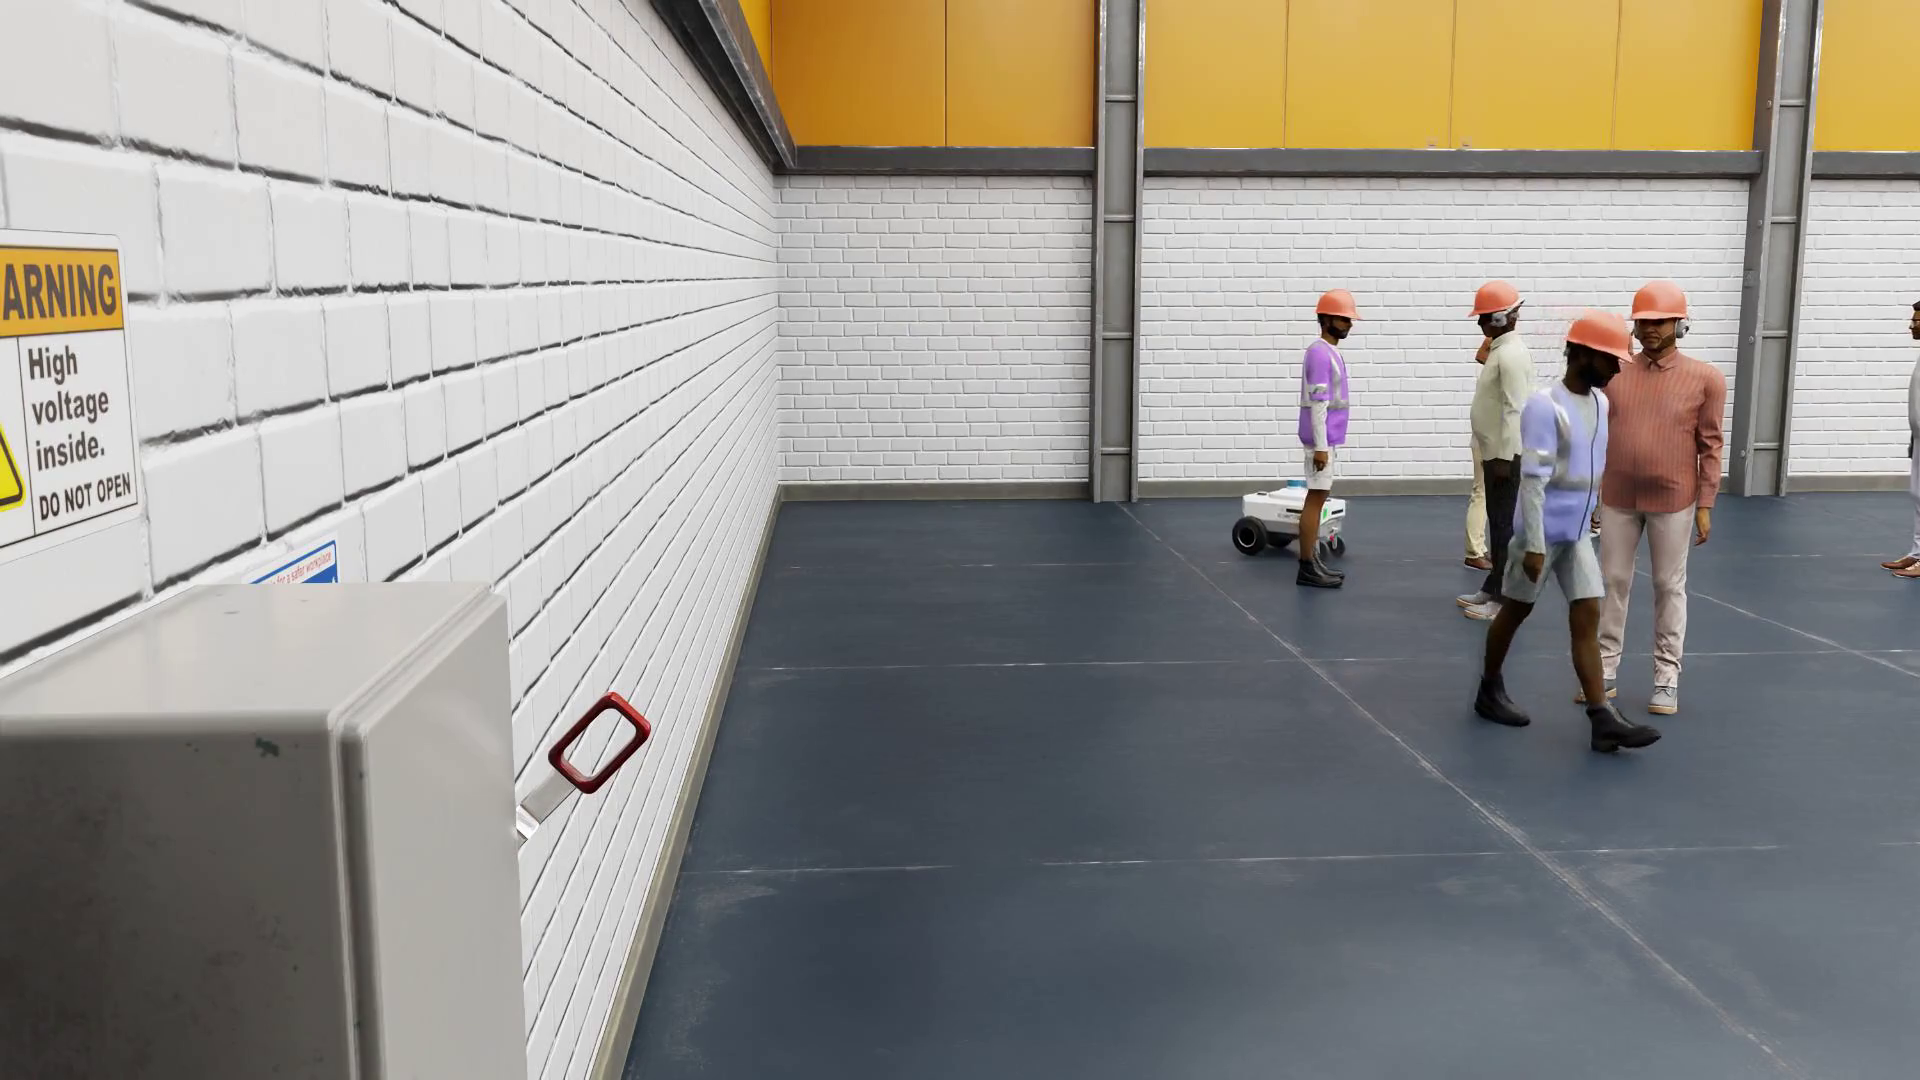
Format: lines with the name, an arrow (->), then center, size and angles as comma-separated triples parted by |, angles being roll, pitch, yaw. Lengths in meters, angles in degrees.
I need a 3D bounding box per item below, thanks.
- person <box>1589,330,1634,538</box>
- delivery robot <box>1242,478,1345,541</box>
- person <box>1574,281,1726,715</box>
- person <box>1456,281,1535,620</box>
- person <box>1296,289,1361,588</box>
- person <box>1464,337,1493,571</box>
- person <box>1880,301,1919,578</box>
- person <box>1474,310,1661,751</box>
person -> 4.947, -0.787, 12.567 | 0.312, 1.636, 0.518 | -1, 9, -5
delivery robot -> 2.408, -0.205, 12.004 | 0.707, 0.478, 0.477 | 7, 12, 39
person -> 3.192, -0.195, 7.726 | 0.608, 1.995, 0.377 | 7, 11, 36
person -> 3.166, -0.521, 9.810 | 0.401, 1.984, 0.612 | 2, 9, 13
person -> 2.398, -0.661, 10.841 | 0.373, 1.933, 0.549 | 3, 10, 19
person -> 3.658, -0.611, 11.469 | 0.264, 1.632, 0.507 | 4, 10, 26
person -> 6.460, -0.676, 11.140 | 0.325, 1.871, 0.516 | 3, 10, 19
person -> 2.606, -0.043, 7.177 | 0.579, 1.871, 0.975 | -6, 11, -33
